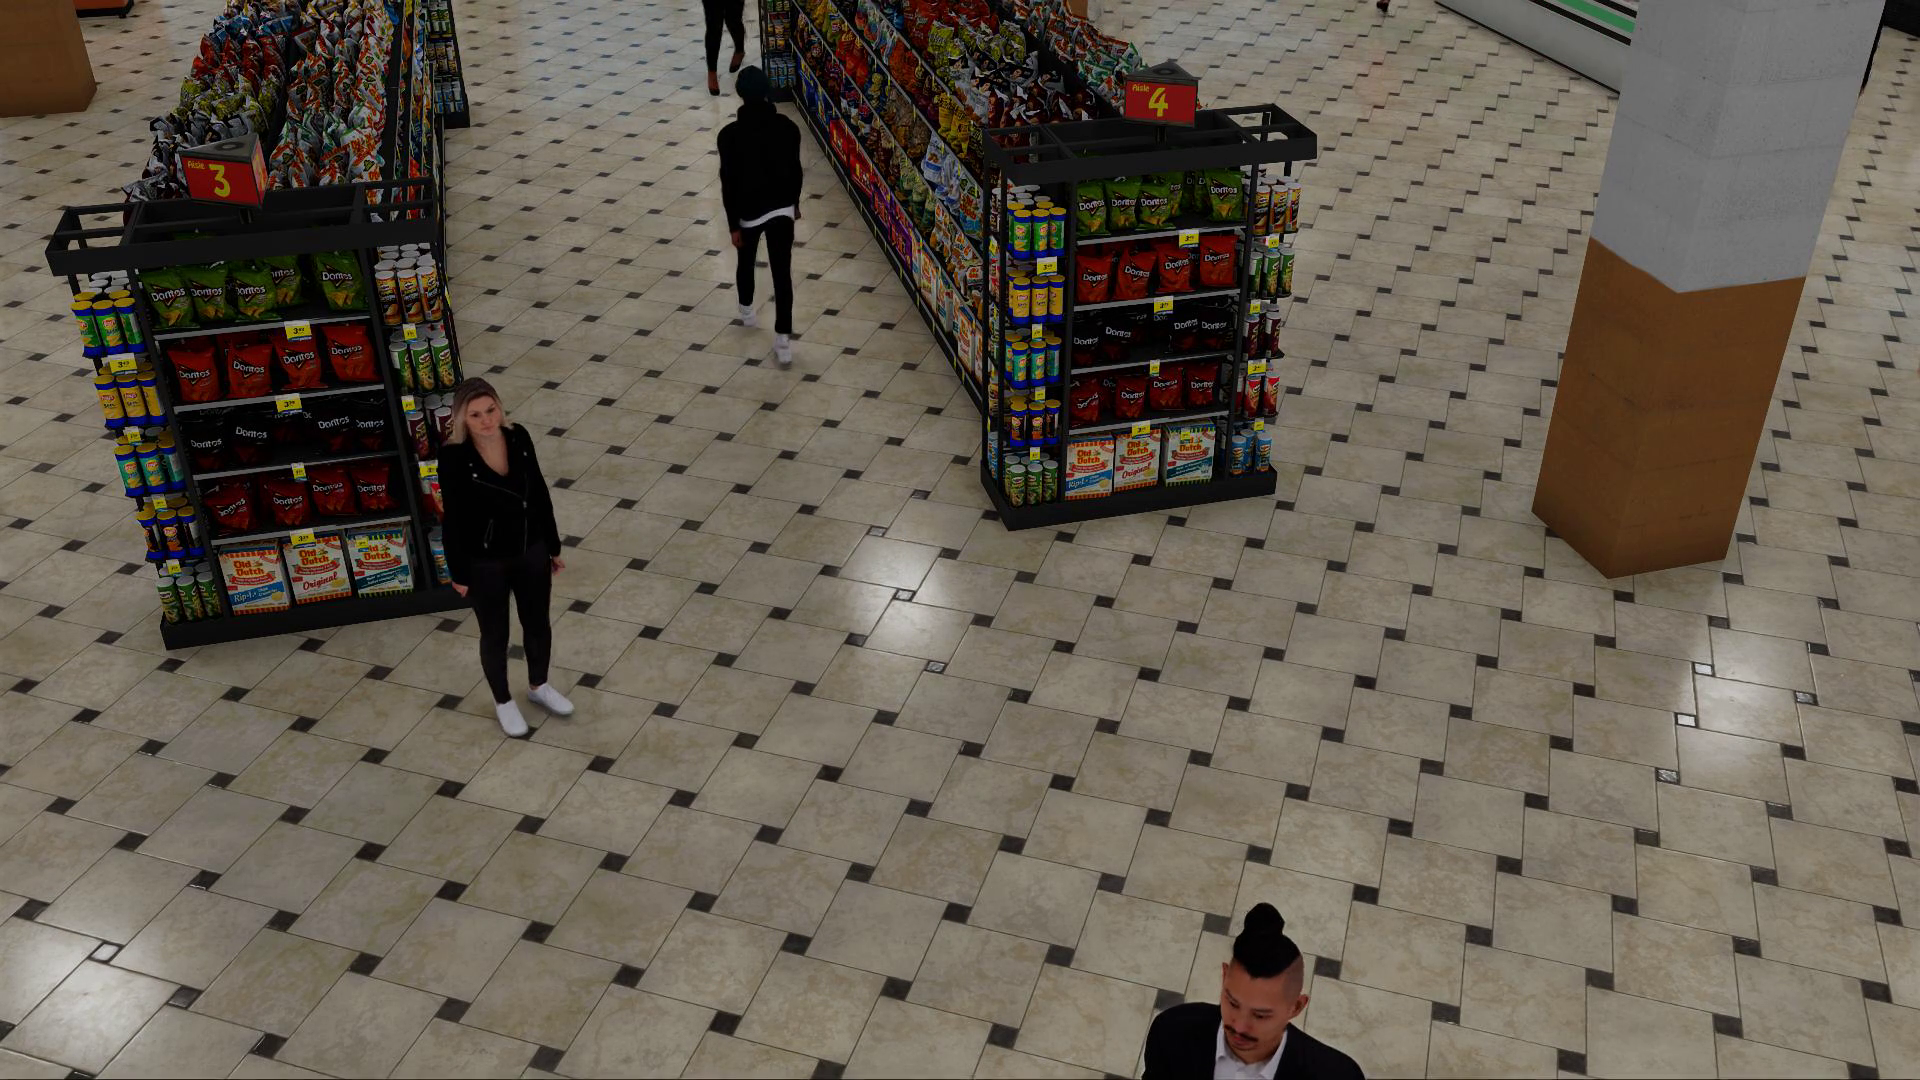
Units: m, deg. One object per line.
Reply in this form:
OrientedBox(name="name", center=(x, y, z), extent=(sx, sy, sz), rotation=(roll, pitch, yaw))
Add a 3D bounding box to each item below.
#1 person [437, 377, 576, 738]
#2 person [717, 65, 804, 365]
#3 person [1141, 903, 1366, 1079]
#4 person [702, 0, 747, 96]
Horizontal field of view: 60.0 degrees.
OrientedBox(name="person", center=(-1.918, 0.062, 6.998), extent=(0.718, 1.676, 0.714), rotation=(-28, 41, -37))
OrientedBox(name="person", center=(-1.166, -1.933, 10.107), extent=(0.685, 1.779, 1.117), rotation=(-7, 33, -11))
OrientedBox(name="person", center=(0.693, 1.655, 4.175), extent=(0.794, 1.954, 0.823), rotation=(13, 34, 20))
OrientedBox(name="person", center=(-2.102, -4.995, 15.019), extent=(0.886, 1.790, 1.154), rotation=(1, 32, 2))
